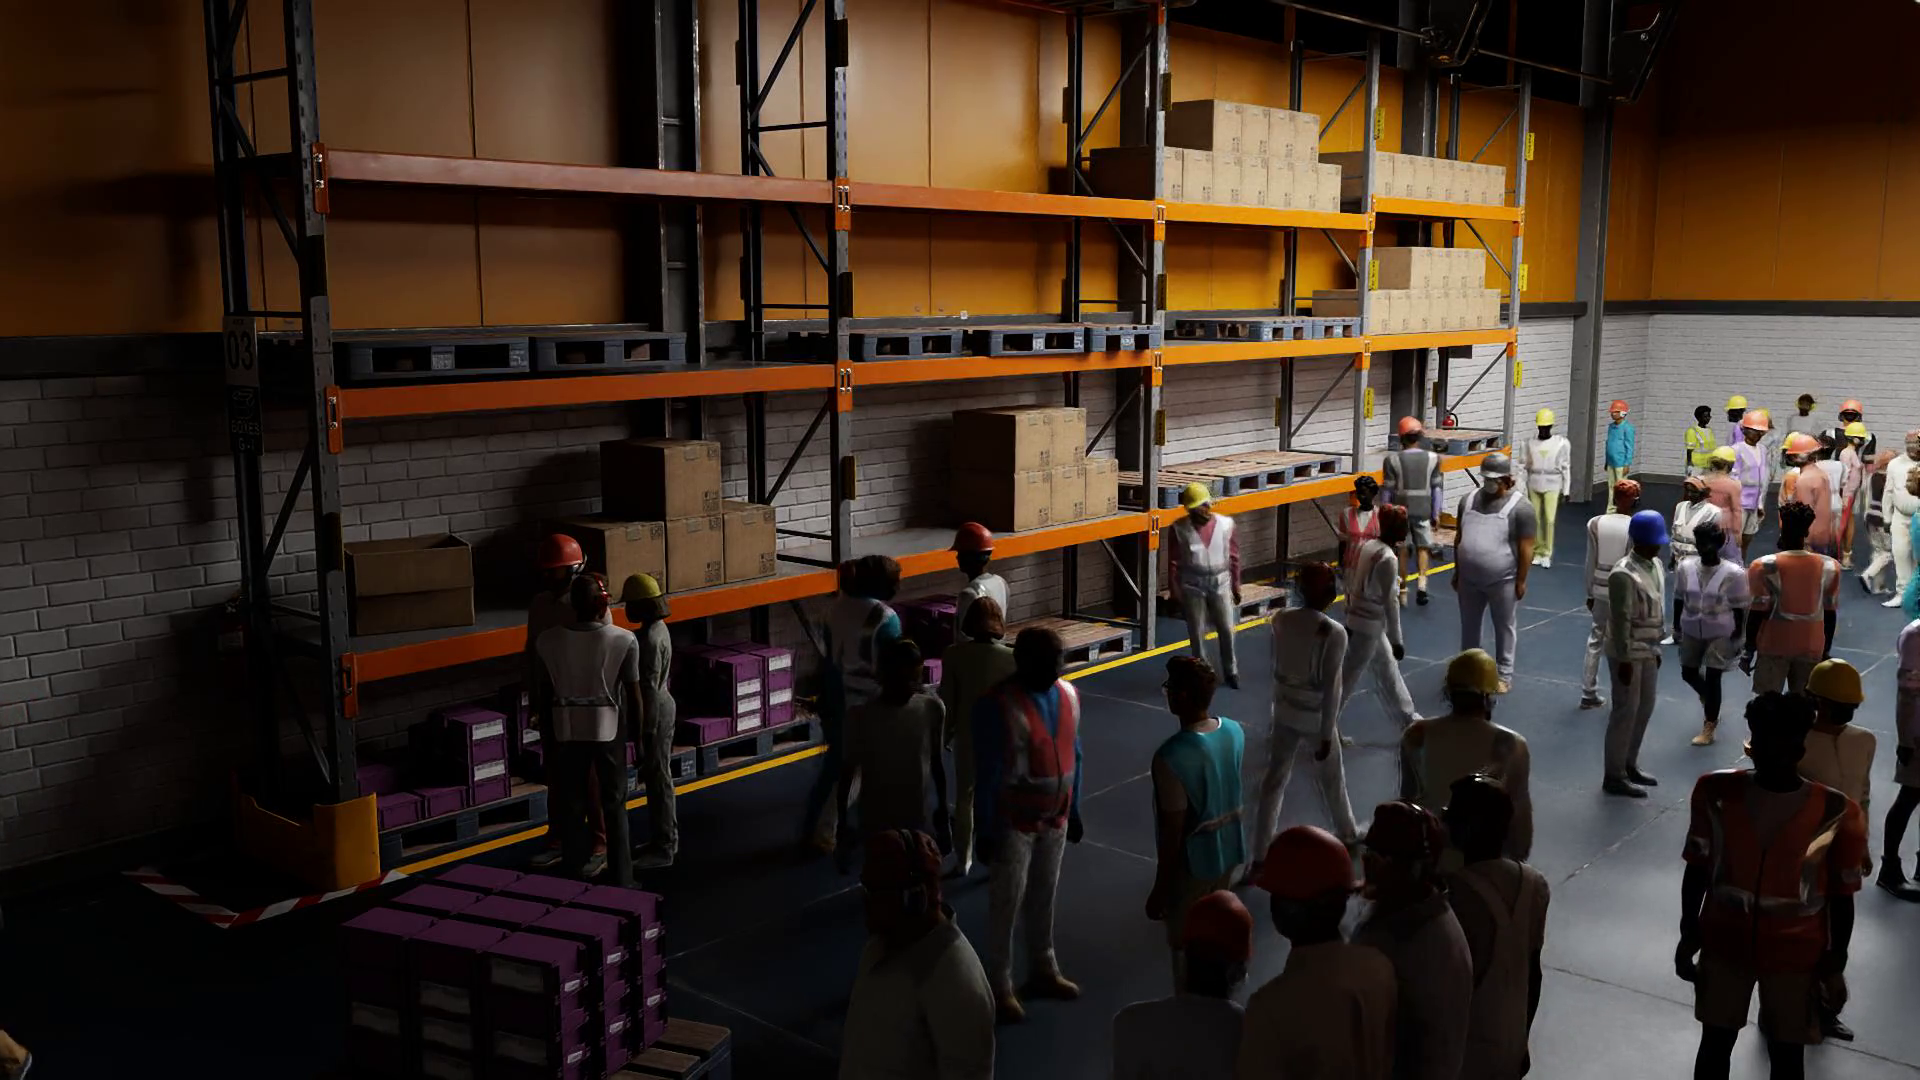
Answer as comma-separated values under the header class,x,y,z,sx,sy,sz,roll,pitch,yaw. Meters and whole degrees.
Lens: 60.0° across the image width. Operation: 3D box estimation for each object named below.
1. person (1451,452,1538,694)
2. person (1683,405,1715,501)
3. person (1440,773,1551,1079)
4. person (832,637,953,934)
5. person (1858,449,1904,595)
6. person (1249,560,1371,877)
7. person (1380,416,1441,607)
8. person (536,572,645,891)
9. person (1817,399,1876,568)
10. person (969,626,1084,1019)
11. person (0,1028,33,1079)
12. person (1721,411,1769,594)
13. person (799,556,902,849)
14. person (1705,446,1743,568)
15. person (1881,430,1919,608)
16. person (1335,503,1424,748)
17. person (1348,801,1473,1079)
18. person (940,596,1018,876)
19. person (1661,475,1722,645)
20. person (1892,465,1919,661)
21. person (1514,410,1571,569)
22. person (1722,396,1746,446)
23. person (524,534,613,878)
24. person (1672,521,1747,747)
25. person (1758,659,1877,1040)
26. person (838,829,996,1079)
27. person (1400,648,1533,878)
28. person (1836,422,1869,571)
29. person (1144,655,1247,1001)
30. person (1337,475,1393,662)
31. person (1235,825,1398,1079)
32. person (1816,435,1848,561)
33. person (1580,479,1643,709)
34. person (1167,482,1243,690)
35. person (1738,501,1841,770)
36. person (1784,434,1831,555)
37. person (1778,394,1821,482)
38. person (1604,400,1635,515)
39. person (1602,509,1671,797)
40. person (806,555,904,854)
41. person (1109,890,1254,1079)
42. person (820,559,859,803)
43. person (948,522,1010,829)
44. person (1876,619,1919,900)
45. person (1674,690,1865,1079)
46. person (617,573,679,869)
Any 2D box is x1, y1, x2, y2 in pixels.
class,x,y,z,sx,sy,sz,roll,pitch,yaw
person,4.406,0.263,13.882,0.535,2.000,0.689,-9,12,-44
person,10.430,-1.050,23.457,0.540,1.696,0.316,-5,10,-29
person,1.688,1.669,5.476,0.501,1.841,0.350,-5,10,-27
person,-0.291,1.343,7.596,0.587,1.818,0.889,-2,9,-12
person,10.003,-0.179,18.069,0.537,1.621,0.526,-3,9,-18
person,2.050,1.023,9.676,1.004,1.826,0.572,-7,11,-40
person,4.708,-0.278,17.390,0.641,2.030,0.537,0,9,3
person,-2.025,1.097,9.137,0.568,1.840,0.374,0,9,1
person,10.610,-0.674,19.974,0.616,2.030,0.409,4,10,22
person,0.327,1.301,7.837,0.644,1.840,0.430,-7,11,-38
person,-4.145,1.561,6.594,0.564,1.715,0.838,3,9,18
person,8.566,-0.391,18.101,0.609,2.040,0.394,-5,10,-32
person,-0.571,0.978,10.096,0.911,1.777,0.523,-4,10,-26
person,7.796,-0.093,17.064,0.358,1.752,0.550,-4,10,-24
person,10.073,-0.217,17.517,0.709,1.873,0.649,8,12,41
person,3.084,0.641,12.134,1.027,1.819,0.594,0,9,3
person,1.281,1.706,4.991,0.409,1.913,0.651,0,9,2
person,0.134,1.133,9.582,0.503,1.631,0.283,3,9,16
person,6.837,0.211,15.509,0.311,1.640,0.513,-4,10,-27
person,8.545,0.251,14.701,0.480,1.819,0.510,4,10,25
person,6.954,-0.603,19.907,0.622,1.893,0.828,4,10,25
person,10.294,-0.954,22.130,0.399,1.919,0.629,4,10,27
person,-2.268,0.949,9.605,0.622,1.993,0.382,5,10,28
person,5.605,0.670,12.411,0.564,1.671,0.555,-8,12,-42
person,3.868,1.394,7.469,0.534,1.767,0.318,-2,9,-12
person,-0.150,1.744,4.750,0.402,1.903,0.652,-4,10,-22
person,2.244,1.379,7.387,0.622,1.816,0.433,7,11,37
person,10.597,-0.521,19.819,0.326,1.767,0.533,6,11,36
person,1.012,1.407,7.120,0.393,1.847,0.563,8,12,41
person,3.669,0.253,15.078,0.536,1.692,0.319,6,10,32
person,0.992,1.755,4.552,0.925,1.956,0.625,9,12,44
person,9.807,-0.342,18.897,0.529,1.694,0.321,-3,9,-18
person,5.224,0.453,13.197,0.338,1.878,0.580,-7,11,-39
person,2.032,0.398,13.828,0.639,1.788,0.429,-1,9,-5
person,5.576,0.715,11.204,0.602,1.967,0.366,1,9,4
person,8.132,-0.043,16.124,0.620,1.962,0.763,-8,12,-41
person,12.067,-1.192,23.884,0.574,1.842,0.551,-7,11,-37
person,9.372,-1.122,23.734,0.335,1.753,0.563,-2,9,-10
person,4.535,0.741,11.157,0.419,1.933,0.620,8,12,43
person,-0.605,0.976,10.048,0.876,1.803,0.628,-8,12,-41
person,0.736,1.835,4.840,0.586,1.693,0.881,4,10,22
person,-0.720,0.932,10.895,0.398,1.623,0.541,-4,10,-22
person,0.095,0.850,10.429,0.373,1.934,0.552,4,10,24
person,5.431,1.050,9.206,0.549,1.927,0.423,-2,9,-14
person,2.957,1.504,6.138,0.600,1.959,0.376,6,11,34
person,-1.837,1.053,9.796,0.323,1.729,0.489,-1,9,-9
